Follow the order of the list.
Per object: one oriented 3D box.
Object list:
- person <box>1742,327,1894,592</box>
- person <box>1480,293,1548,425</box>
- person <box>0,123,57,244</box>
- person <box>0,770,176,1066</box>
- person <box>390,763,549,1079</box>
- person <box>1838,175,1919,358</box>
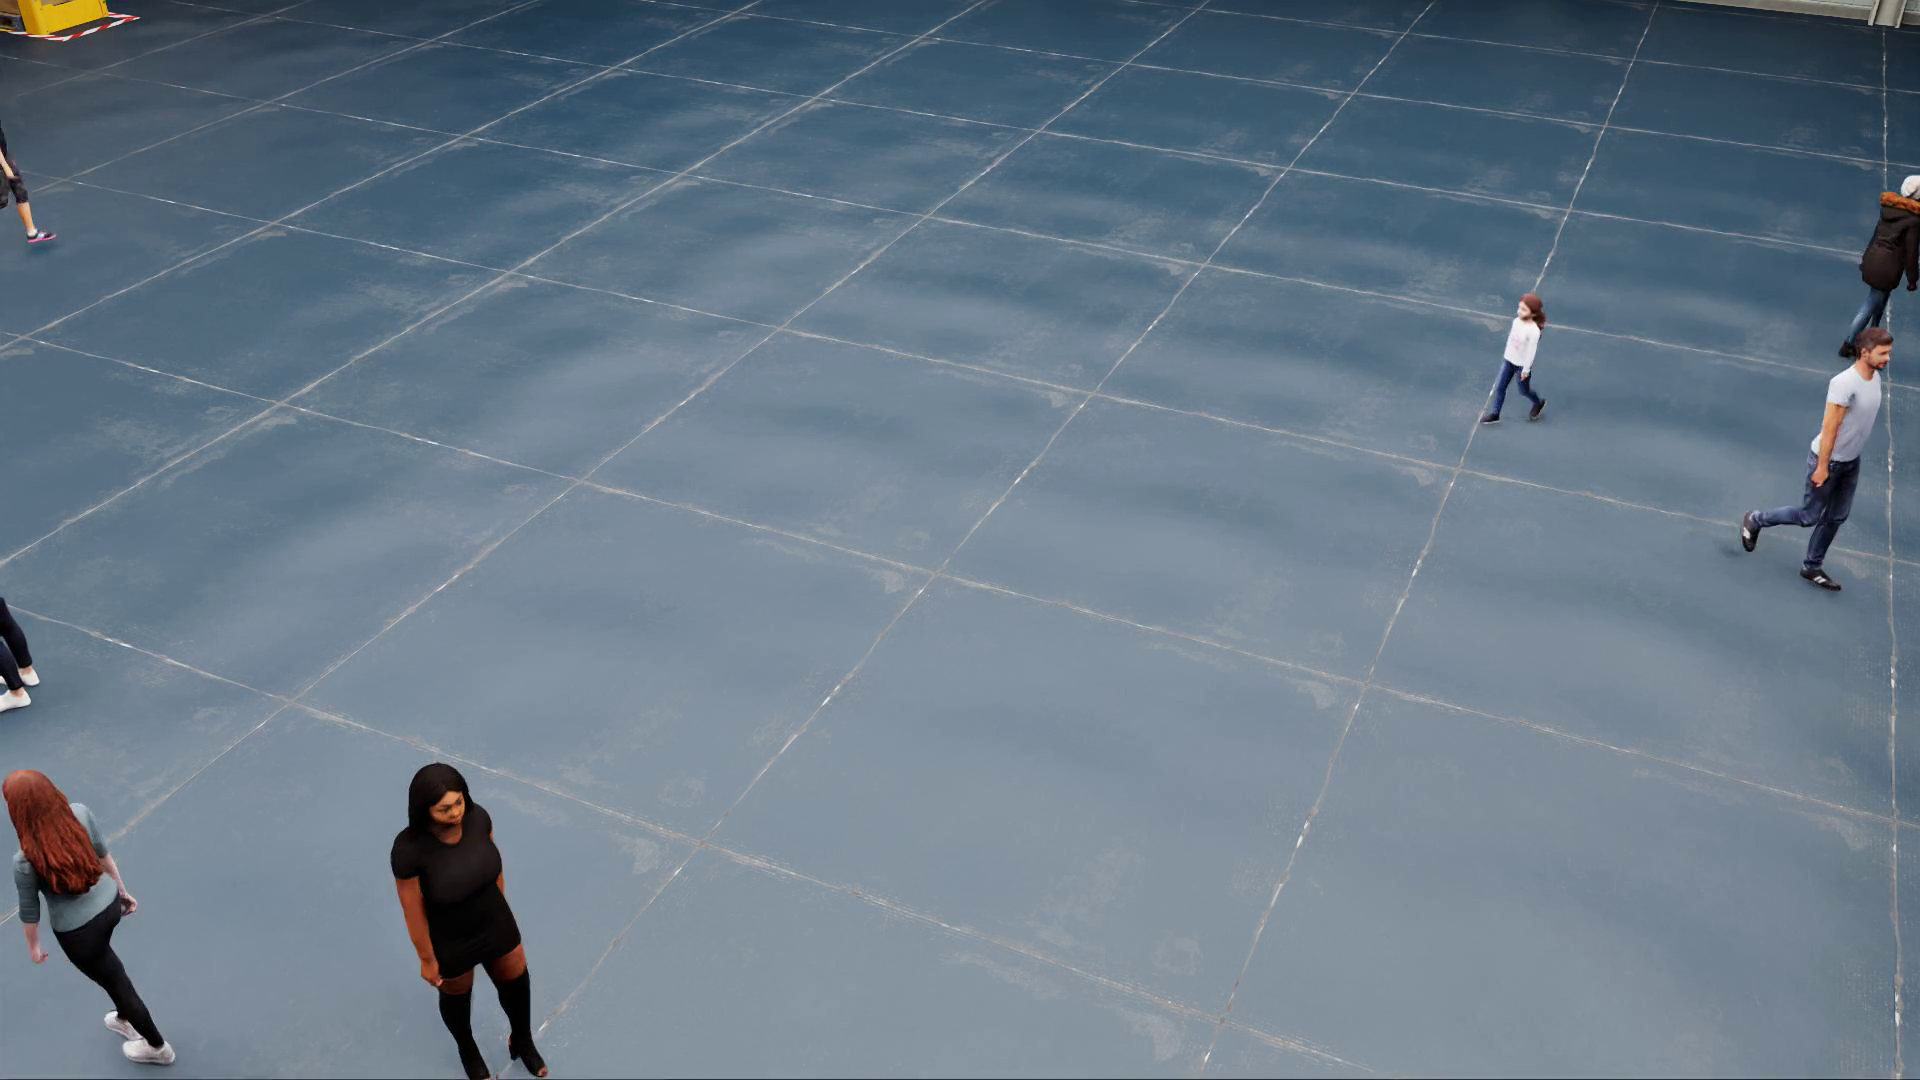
[{"bbox_3d":[5.723,-0.566,11.052,0.945,1.851,1.088,-20,37,-29],"label":"person"},{"bbox_3d":[4.456,-1.422,13.119,0.794,1.093,0.756,-13,35,-20],"label":"person"},{"bbox_3d":[-9.379,-3.611,16.018,1.038,1.702,1.021,-15,35,-22],"label":"person"},{"bbox_3d":[-3.857,1.750,7.498,0.688,1.725,0.622,11,34,17],"label":"person"},{"bbox_3d":[-2.258,1.712,7.443,0.752,1.848,0.746,-26,40,-35],"label":"person"},{"bbox_3d":[7.708,-2.282,13.987,0.895,1.622,0.829,-3,32,-5],"label":"person"}]
